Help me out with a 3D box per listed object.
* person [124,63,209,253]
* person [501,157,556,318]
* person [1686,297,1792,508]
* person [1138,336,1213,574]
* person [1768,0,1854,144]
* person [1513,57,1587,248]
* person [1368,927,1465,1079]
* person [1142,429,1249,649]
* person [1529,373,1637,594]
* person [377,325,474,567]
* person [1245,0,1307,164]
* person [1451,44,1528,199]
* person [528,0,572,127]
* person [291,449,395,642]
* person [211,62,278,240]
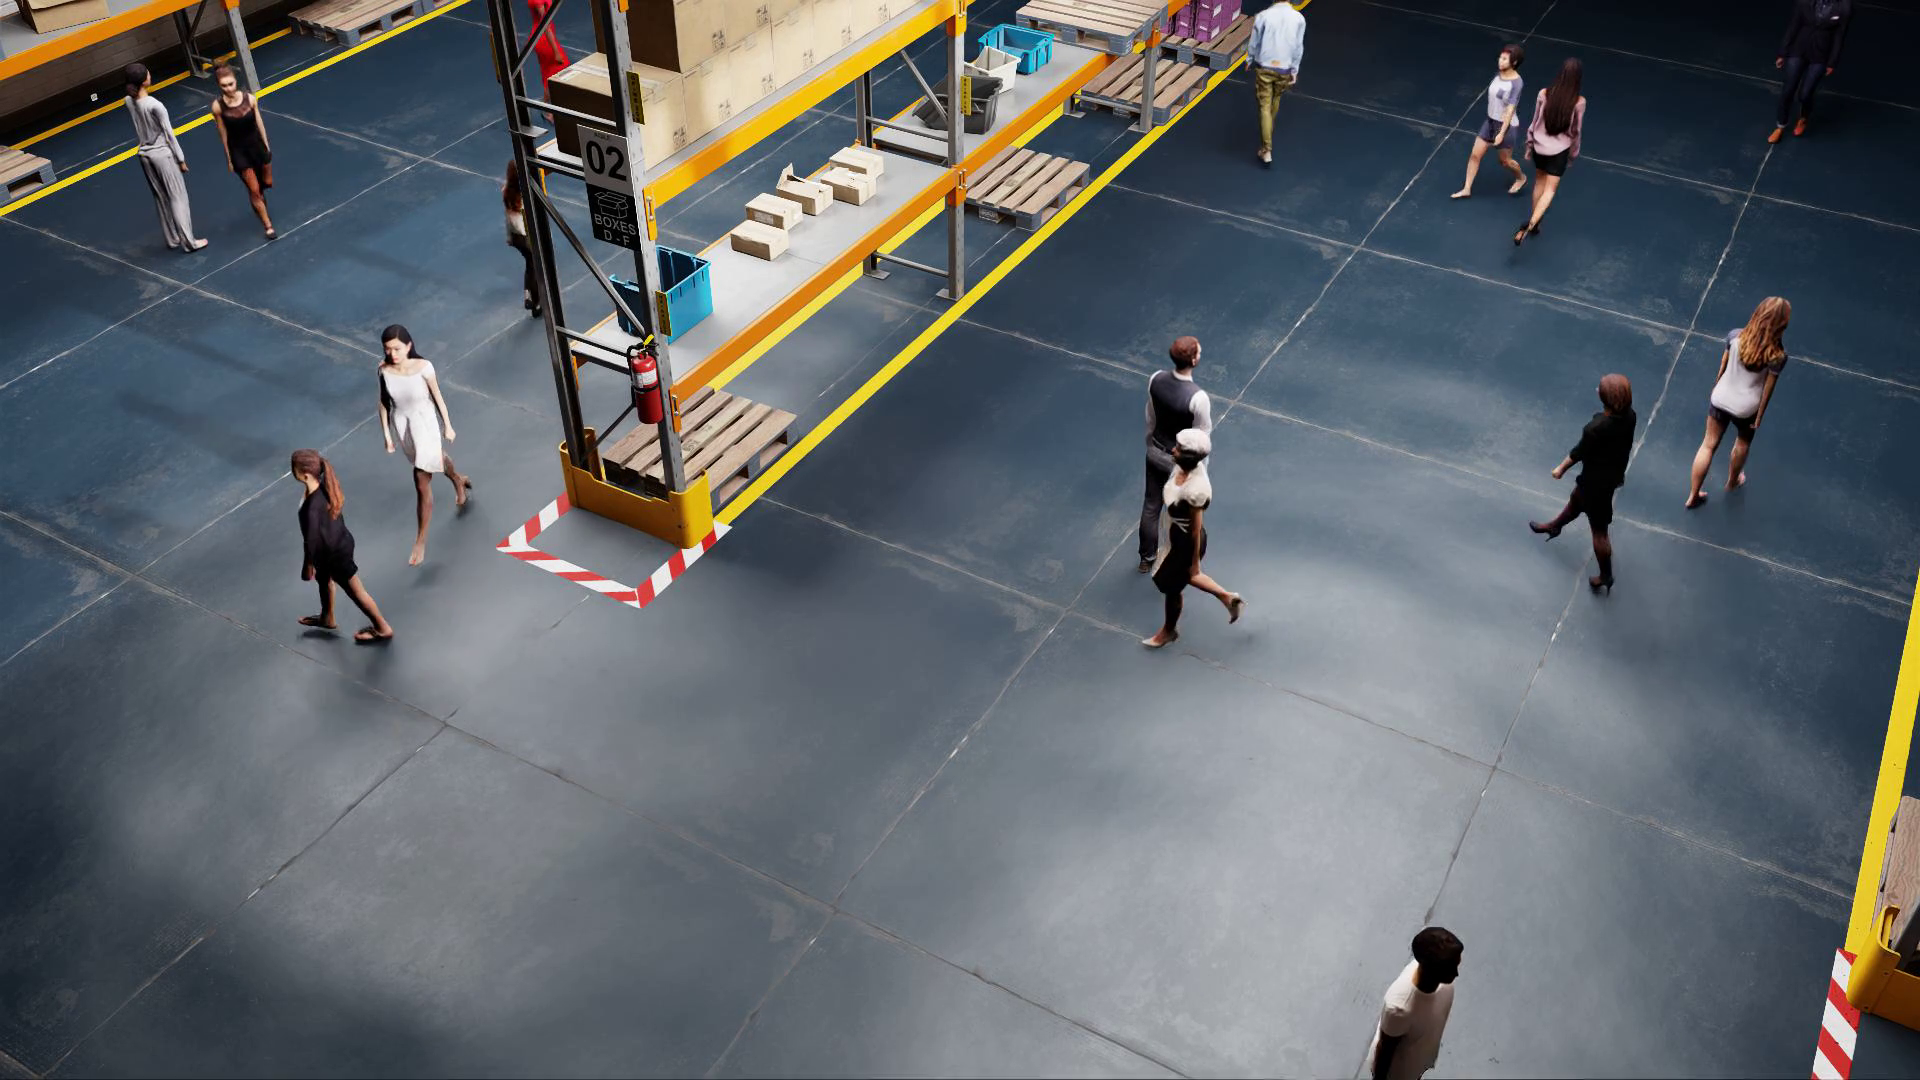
[{"bbox_3d":[-7.280,-3.461,15.111,0.607,1.769,0.548,15,41,18],"label":"person"},{"bbox_3d":[-3.730,-2.543,14.194,0.583,1.479,0.543,16,41,19],"label":"person"},{"bbox_3d":[5.561,-0.947,12.010,0.713,1.709,0.898,29,47,31],"label":"person"},{"bbox_3d":[1.451,-0.552,11.333,0.655,1.938,0.721,-31,48,-33],"label":"person"},{"bbox_3d":[8.672,-4.925,16.915,0.811,1.805,0.824,30,47,32],"label":"person"},{"bbox_3d":[5.328,-3.451,15.082,0.682,1.789,1.025,23,44,26],"label":"person"},{"bbox_3d":[2.035,2.371,7.849,0.753,1.717,0.607,30,47,32],"label":"person"},{"bbox_3d":[1.556,0.030,10.768,0.954,1.734,0.981,0,39,0],"label":"person"},{"bbox_3d":[4.389,-0.337,11.282,1.049,1.665,0.928,-22,44,-25],"label":"person"},{"bbox_3d":[-3.800,-0.778,11.797,0.918,1.712,1.280,5,39,6],"label":"person"},{"bbox_3d":[3.127,-4.646,16.596,1.072,1.767,1.268,0,39,0],"label":"person"},{"bbox_3d":[5.246,-3.985,15.954,1.048,1.534,0.935,-14,41,-17],"label":"person"},{"bbox_3d":[-4.357,-5.088,17.180,0.800,1.729,0.738,-9,39,-11],"label":"person"},{"bbox_3d":[-4.024,0.058,10.890,0.898,1.537,0.897,-4,39,-5],"label":"person"},{"bbox_3d":[-6.627,-3.634,15.413,0.910,1.662,0.850,-24,44,-27],"label":"person"}]
